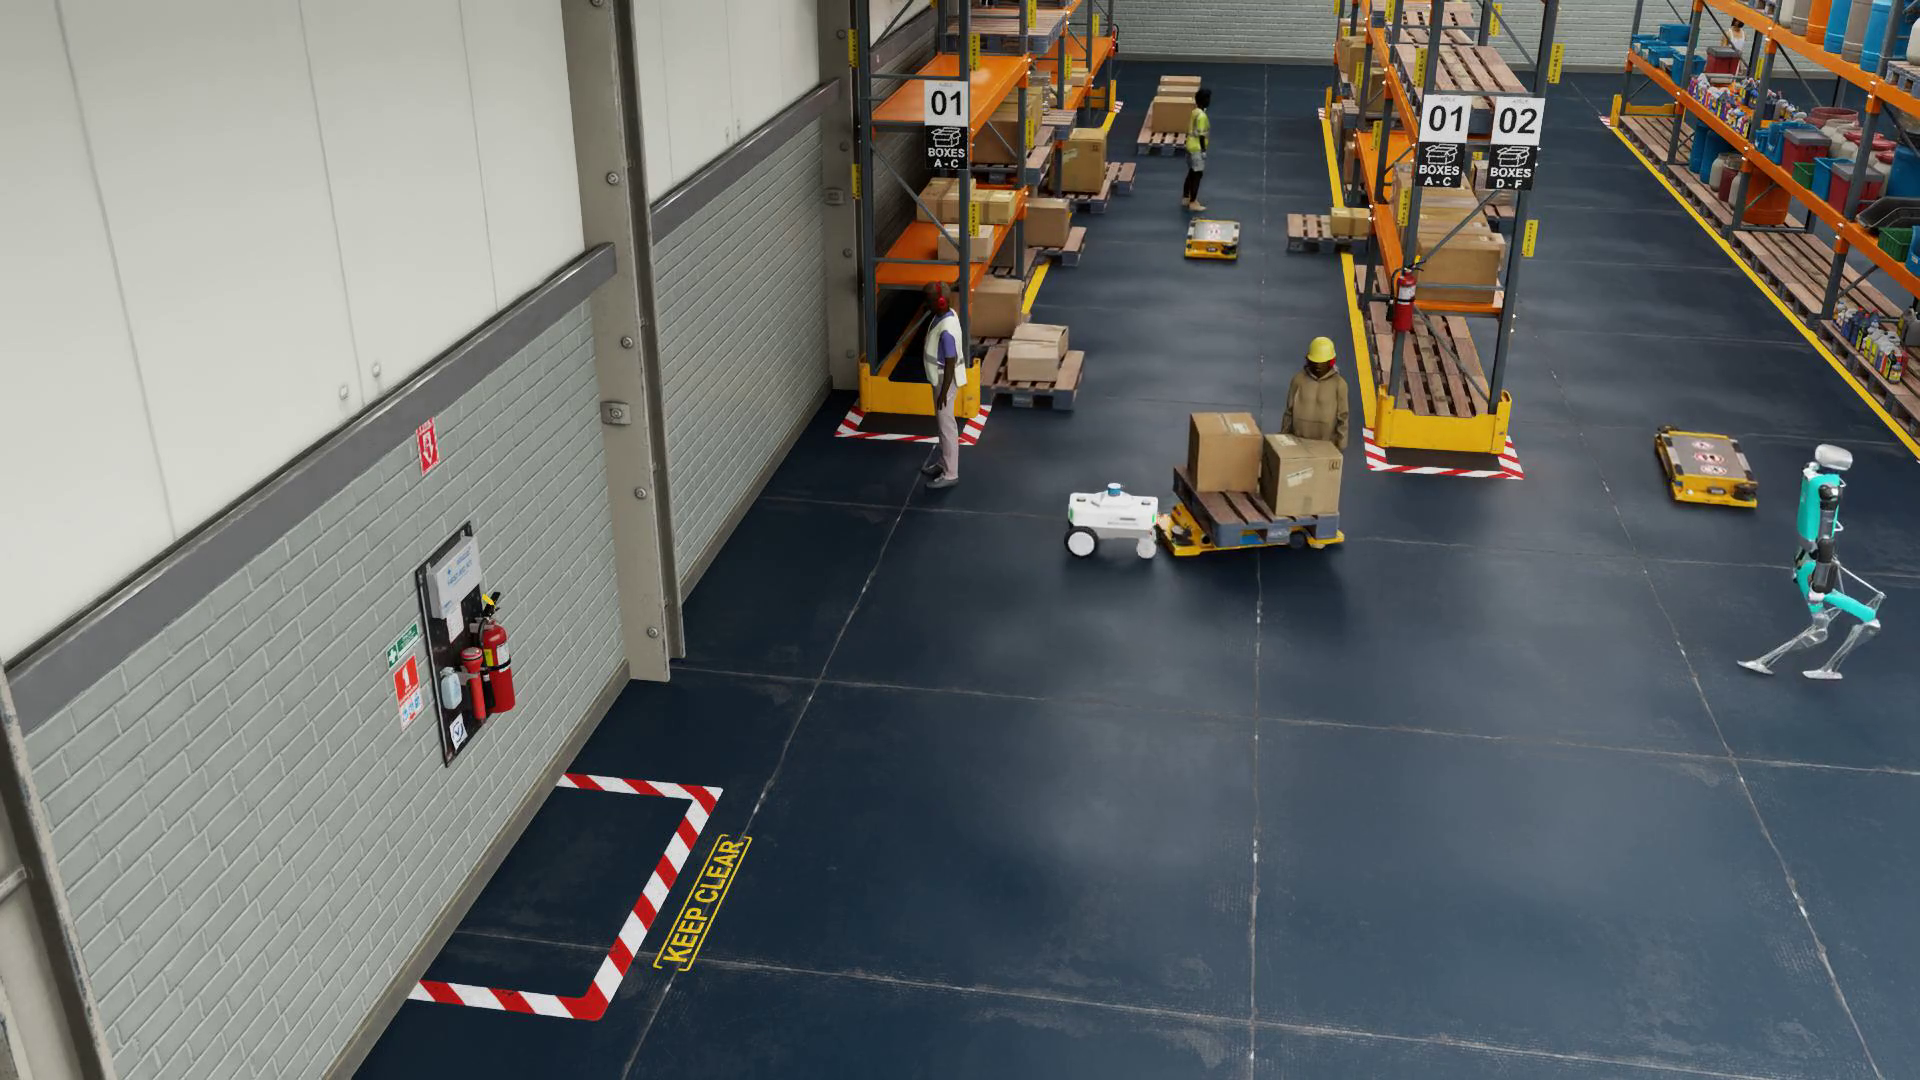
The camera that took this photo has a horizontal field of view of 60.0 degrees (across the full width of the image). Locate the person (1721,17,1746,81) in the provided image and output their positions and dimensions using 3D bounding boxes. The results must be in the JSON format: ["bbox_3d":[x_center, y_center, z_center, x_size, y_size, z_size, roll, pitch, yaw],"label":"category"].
[{"bbox_3d":[13.630,-8.380,29.410,0.517,1.864,0.373,-7,26,-15],"label":"person"}]

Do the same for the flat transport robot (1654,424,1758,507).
[{"bbox_3d":[6.611,-0.661,14.773,0.659,0.231,1.431,6,26,13],"label":"flat transport robot"}]

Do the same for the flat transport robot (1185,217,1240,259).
[{"bbox_3d":[3.324,-3.960,21.833,0.659,0.231,1.431,4,25,9],"label":"flat transport robot"}]

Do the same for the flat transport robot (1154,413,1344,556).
[{"bbox_3d":[2.355,-0.132,13.639,1.431,0.231,0.659,-4,25,-9],"label":"flat transport robot"}]

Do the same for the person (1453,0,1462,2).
[{"bbox_3d":[9.383,-9.383,31.673,0.532,1.765,0.327,14,29,28],"label":"person"}]

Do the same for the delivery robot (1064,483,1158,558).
[{"bbox_3d":[1.204,-0.165,13.376,0.775,0.596,0.499,3,25,7],"label":"delivery robot"}]

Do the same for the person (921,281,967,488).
[{"bbox_3d":[-0.137,-1.352,14.397,0.391,1.838,0.563,-3,25,-5],"label":"person"}]

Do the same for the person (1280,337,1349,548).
[{"bbox_3d":[2.830,-0.795,13.301,0.541,1.757,0.414,10,27,20],"label":"person"}]

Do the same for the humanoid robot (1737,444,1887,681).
[{"bbox_3d":[5.862,0.228,11.150,0.875,1.789,0.541,5,25,10],"label":"humanoid robot"}]

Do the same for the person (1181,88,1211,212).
[{"bbox_3d":[3.349,-5.511,23.475,0.323,1.690,0.534,-2,25,-4],"label":"person"}]
